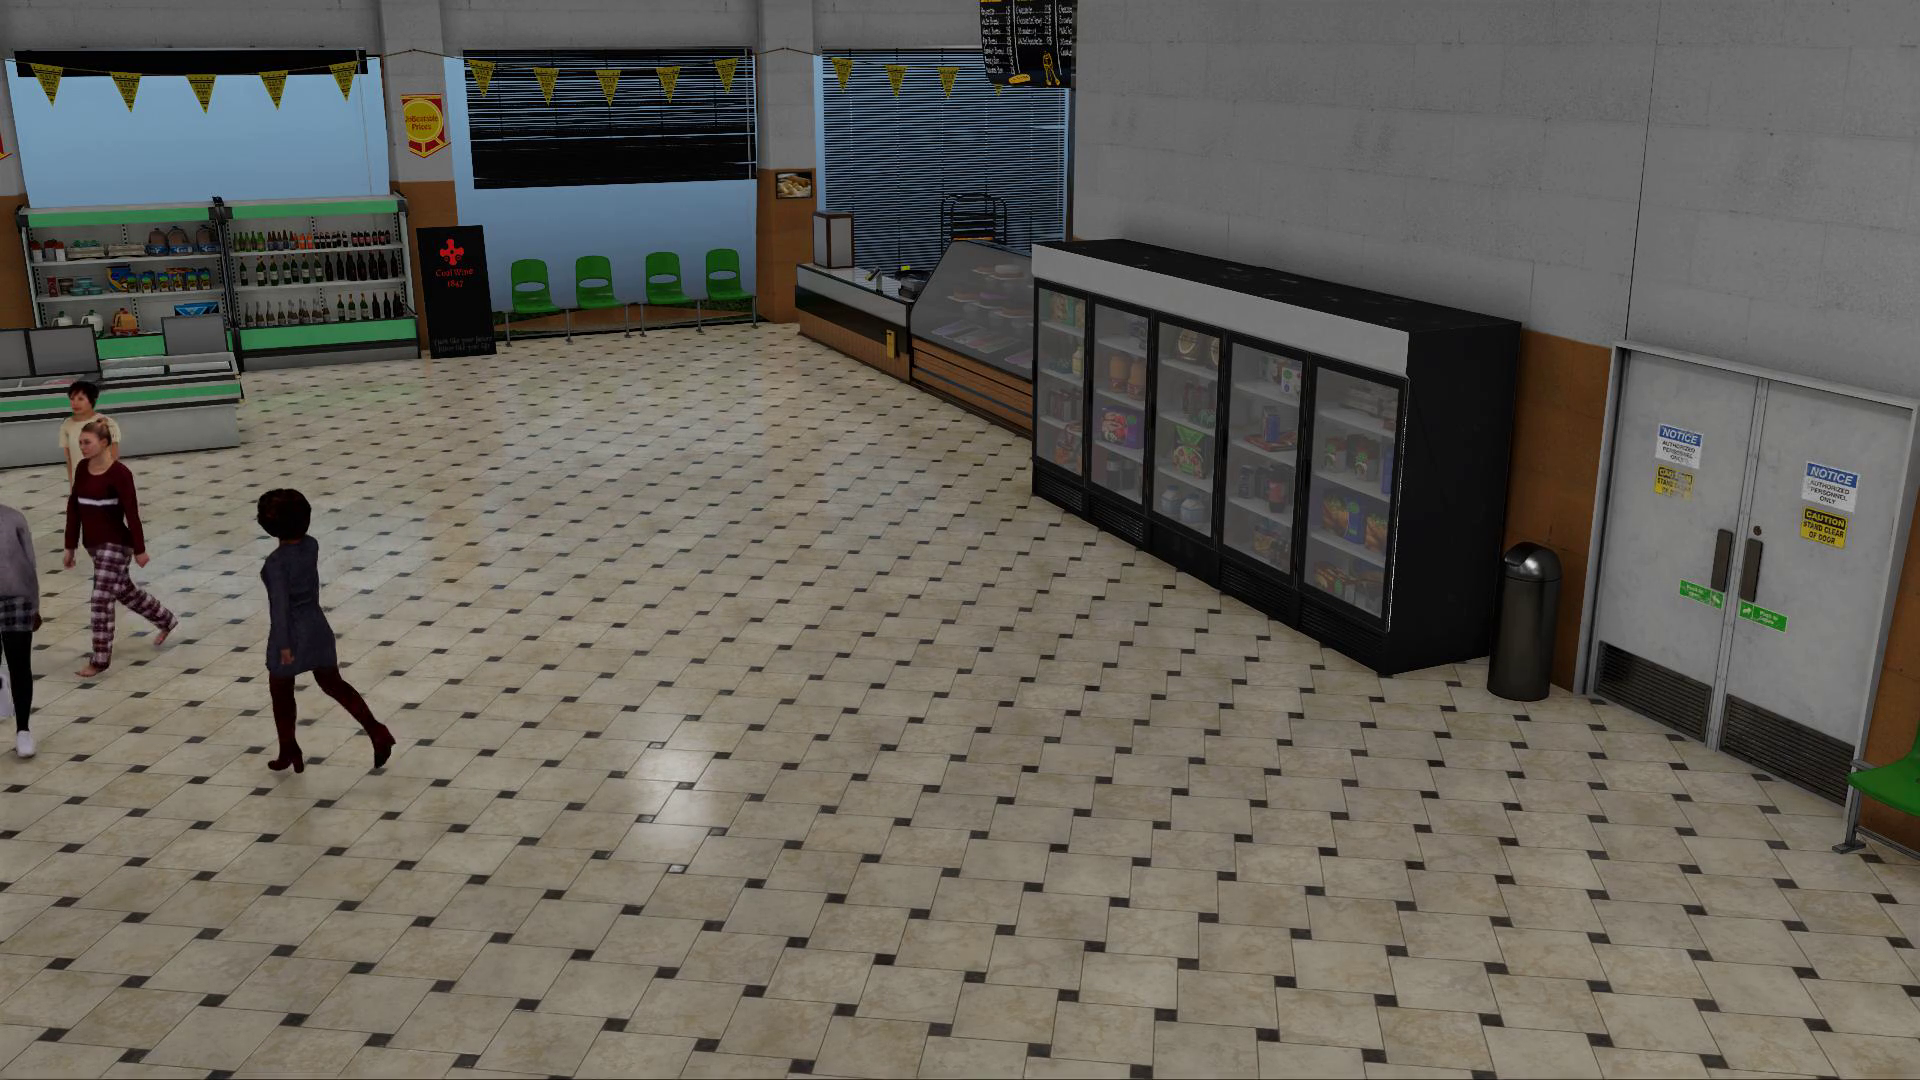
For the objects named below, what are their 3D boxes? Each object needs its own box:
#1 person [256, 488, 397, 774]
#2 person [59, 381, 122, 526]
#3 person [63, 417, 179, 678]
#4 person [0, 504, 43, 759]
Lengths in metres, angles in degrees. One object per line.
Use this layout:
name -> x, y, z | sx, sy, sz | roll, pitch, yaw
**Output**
person -> -3.602, 0.554, 9.296 | 1.095, 1.684, 1.048 | 6, 18, 20
person -> -6.609, -0.444, 12.779 | 0.924, 1.570, 0.853 | -1, 17, -3
person -> -5.611, 0.025, 11.083 | 1.044, 1.657, 1.140 | 7, 18, 23
person -> -5.648, 0.377, 9.754 | 0.945, 1.756, 0.793 | -11, 20, -33
